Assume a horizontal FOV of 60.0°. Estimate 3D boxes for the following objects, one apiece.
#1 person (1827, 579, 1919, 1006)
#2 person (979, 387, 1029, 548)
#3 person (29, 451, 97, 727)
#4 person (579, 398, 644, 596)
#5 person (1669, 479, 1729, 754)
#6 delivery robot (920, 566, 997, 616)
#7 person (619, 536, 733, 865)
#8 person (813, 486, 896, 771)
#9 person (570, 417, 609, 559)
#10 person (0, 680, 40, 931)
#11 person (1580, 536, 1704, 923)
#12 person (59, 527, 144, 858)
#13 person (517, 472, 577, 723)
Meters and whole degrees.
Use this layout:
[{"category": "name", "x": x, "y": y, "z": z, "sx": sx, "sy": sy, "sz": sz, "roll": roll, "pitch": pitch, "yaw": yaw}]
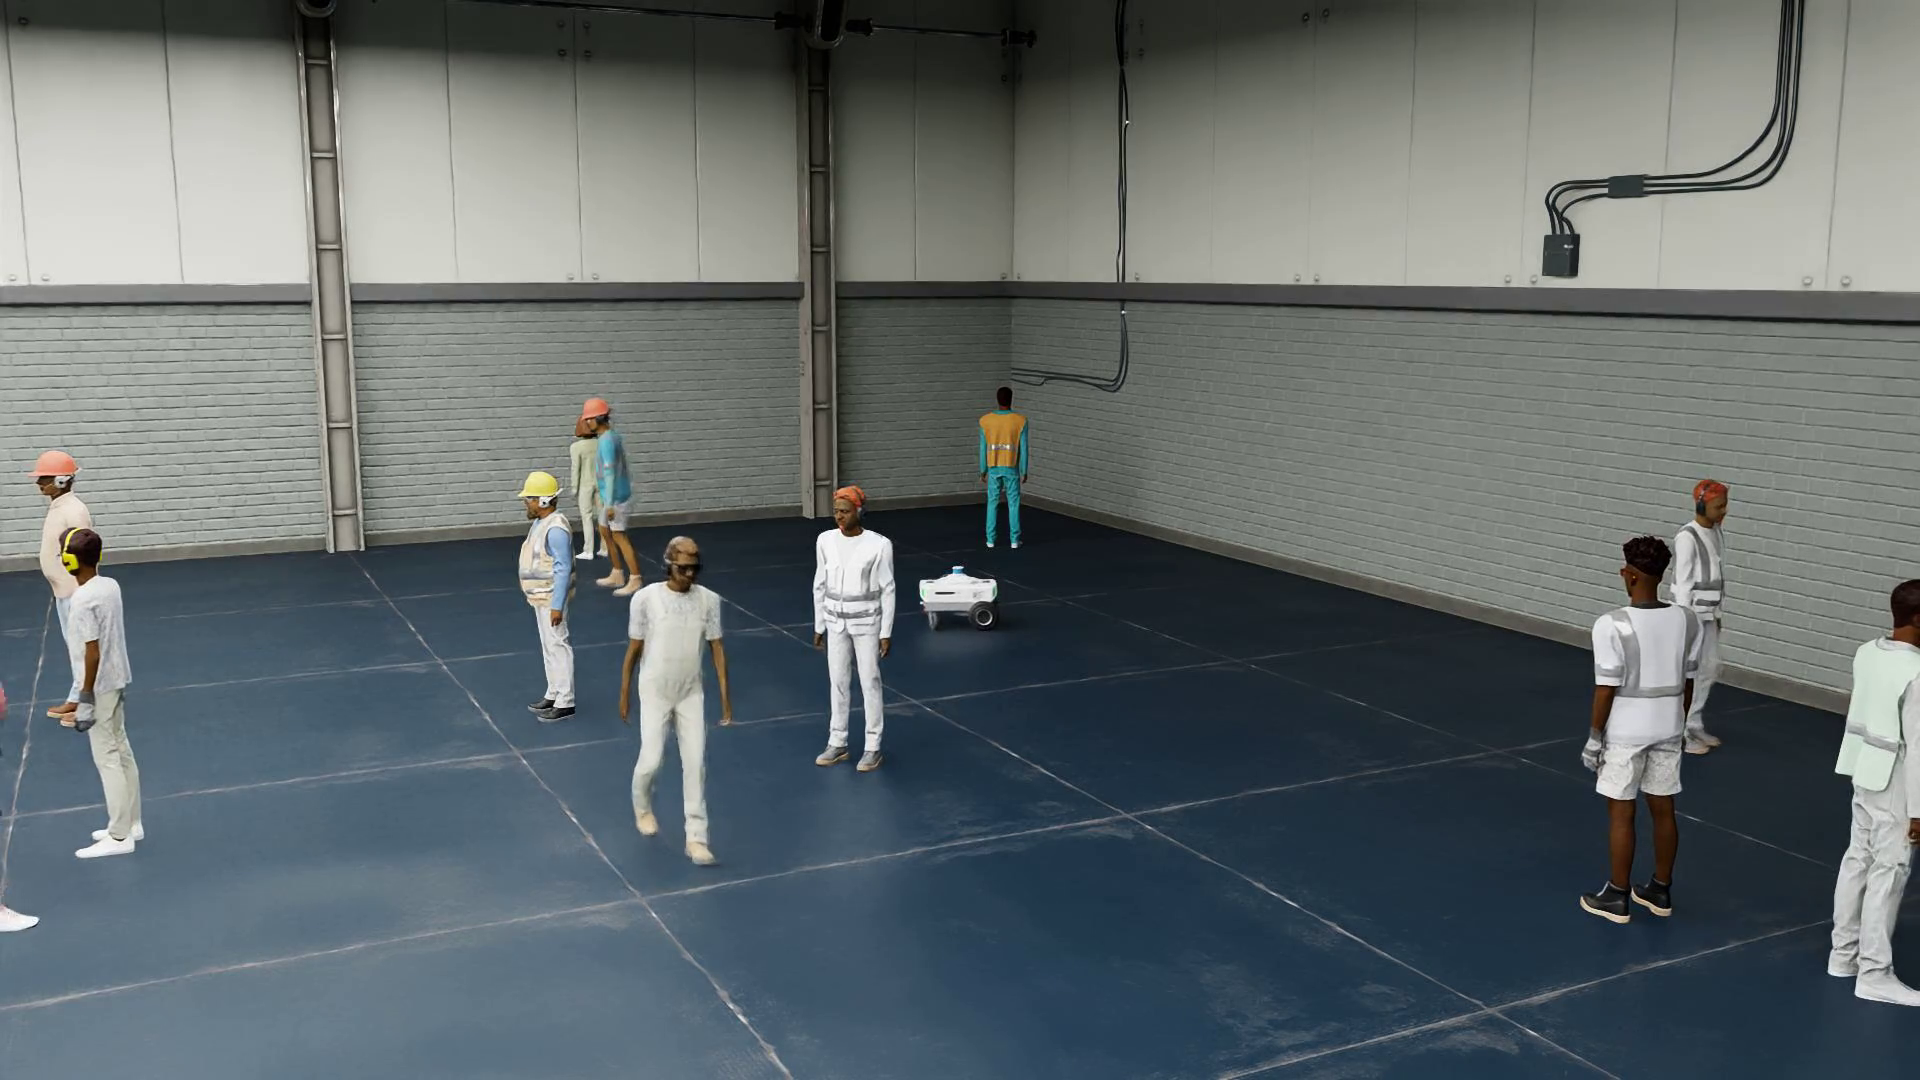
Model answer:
[{"category": "person", "x": 4.189, "y": 1.119, "z": 7.519, "sx": 0.370, "sy": 1.915, "sz": 0.597, "roll": 1, "pitch": 9, "yaw": 4}, {"category": "person", "x": 0.518, "y": -0.856, "z": 19.723, "sx": 0.587, "sy": 1.910, "sz": 0.395, "roll": 2, "pitch": 9, "yaw": 11}, {"category": "person", "x": -6.451, "y": 0.345, "z": 12.040, "sx": 0.381, "sy": 1.996, "sz": 0.608, "roll": -8, "pitch": 12, "yaw": -39}, {"category": "person", "x": -3.531, "y": -0.438, "z": 16.896, "sx": 0.596, "sy": 2.006, "sz": 0.674, "roll": -2, "pitch": 9, "yaw": -9}, {"category": "person", "x": 5.035, "y": 0.518, "z": 11.359, "sx": 0.359, "sy": 1.879, "sz": 0.582, "roll": 9, "pitch": 13, "yaw": 43}, {"category": "delivery robot", "x": -0.018, "y": 0.486, "z": 15.312, "sx": 0.707, "sy": 0.478, "sz": 0.477, "roll": 0, "pitch": 9, "yaw": 0}, {"category": "person", "x": -1.604, "y": 0.874, "z": 9.309, "sx": 0.564, "sy": 1.824, "sz": 0.783, "roll": -5, "pitch": 11, "yaw": -30}, {"category": "person", "x": -0.702, "y": 0.579, "z": 10.946, "sx": 0.577, "sy": 1.882, "sz": 0.349, "roll": 4, "pitch": 10, "yaw": 25}, {"category": "person", "x": -4.216, "y": -0.594, "z": 18.937, "sx": 0.286, "sy": 1.633, "sz": 0.500, "roll": 8, "pitch": 12, "yaw": 42}, {"category": "person", "x": -5.012, "y": 1.025, "z": 8.210, "sx": 0.672, "sy": 1.880, "sz": 0.650, "roll": -3, "pitch": 10, "yaw": -15}, {"category": "person", "x": 3.421, "y": 0.952, "z": 8.389, "sx": 0.607, "sy": 1.966, "sz": 0.373, "roll": -2, "pitch": 10, "yaw": -15}, {"category": "person", "x": -4.839, "y": 0.851, "z": 9.331, "sx": 0.332, "sy": 1.866, "sz": 0.514, "roll": -1, "pitch": 9, "yaw": -8}, {"category": "person", "x": -3.009, "y": 0.410, "z": 12.142, "sx": 0.403, "sy": 1.830, "sz": 0.600, "roll": -4, "pitch": 10, "yaw": -24}]
